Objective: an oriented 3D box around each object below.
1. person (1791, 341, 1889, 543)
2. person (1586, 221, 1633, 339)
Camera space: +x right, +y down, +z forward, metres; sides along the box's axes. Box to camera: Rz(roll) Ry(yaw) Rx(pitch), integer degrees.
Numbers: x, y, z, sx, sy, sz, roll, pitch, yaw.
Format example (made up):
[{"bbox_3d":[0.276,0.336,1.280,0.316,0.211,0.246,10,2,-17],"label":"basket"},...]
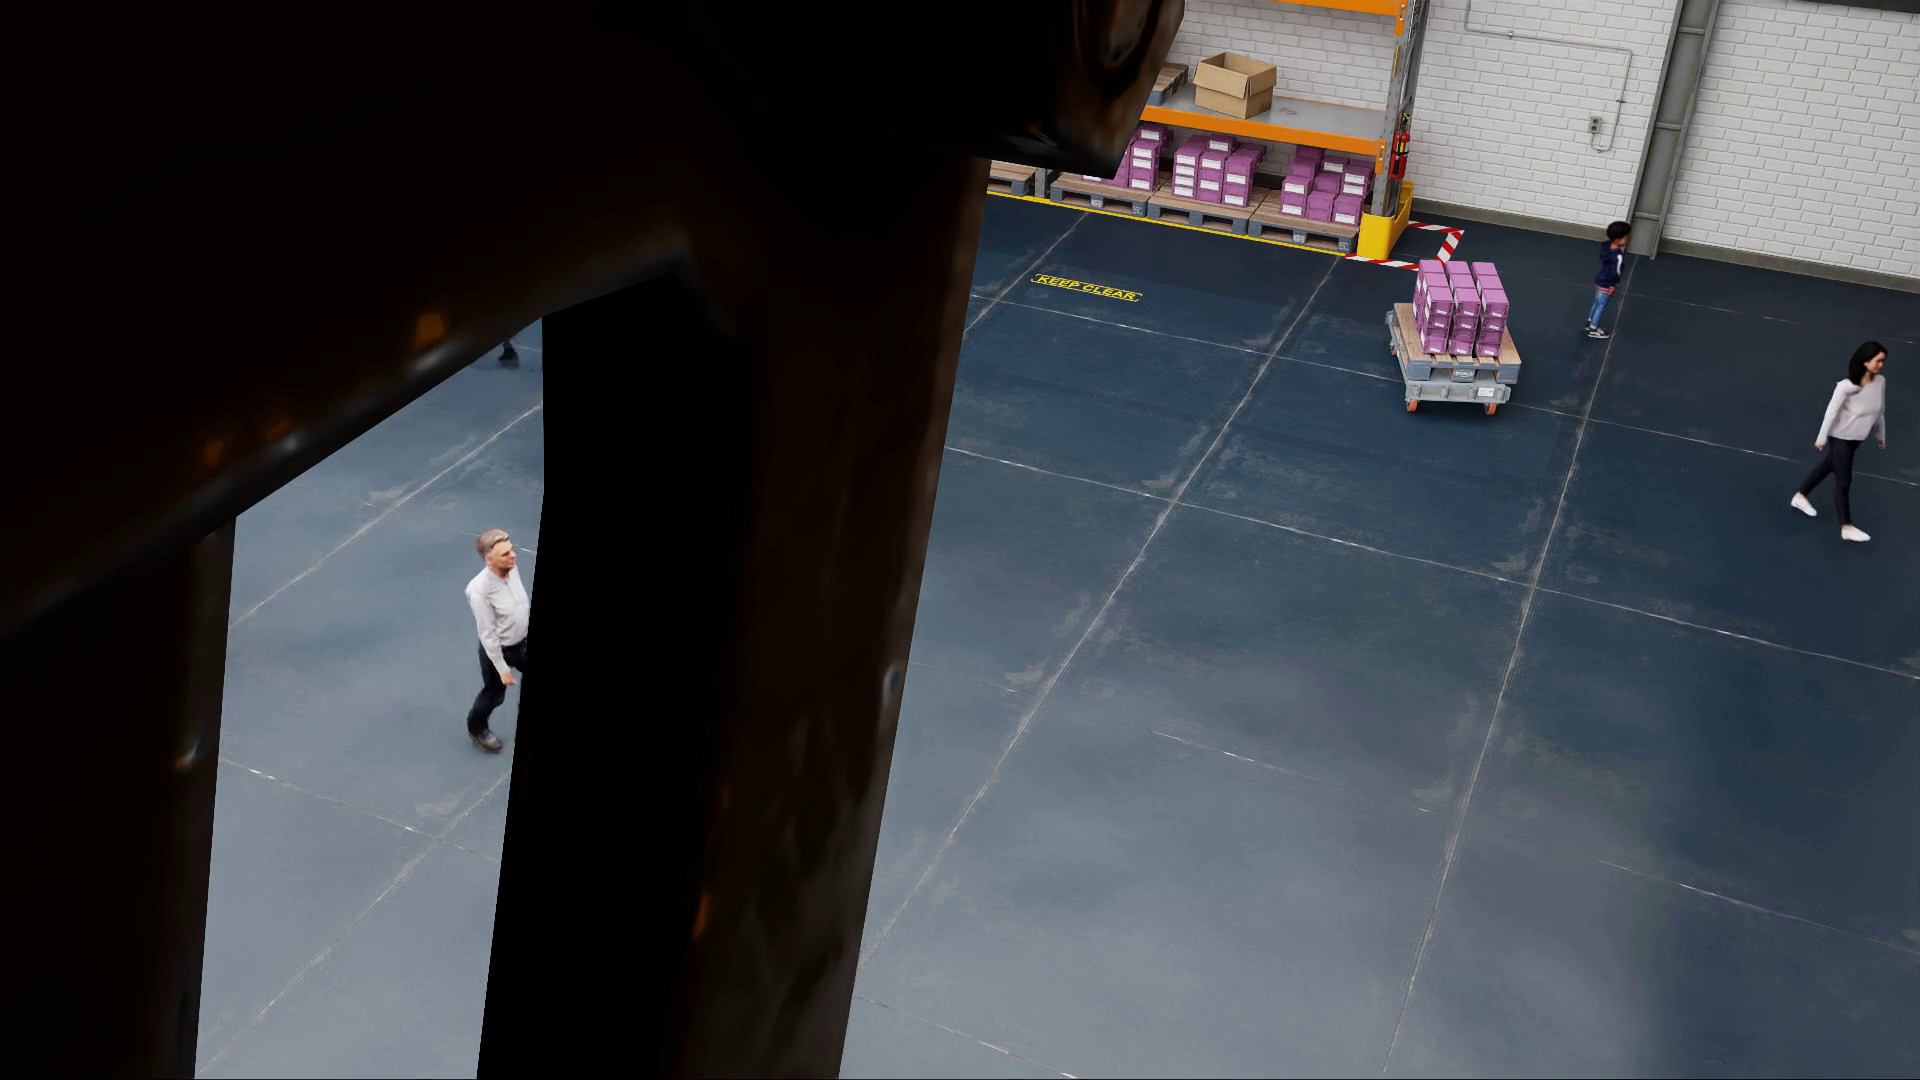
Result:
[{"bbox_3d":[7.169,-0.875,13.582,1.019,1.661,1.124,-15,36,-21],"label":"person"},{"bbox_3d":[6.455,-2.605,16.583,0.569,1.221,0.571,3,34,5],"label":"person"}]
